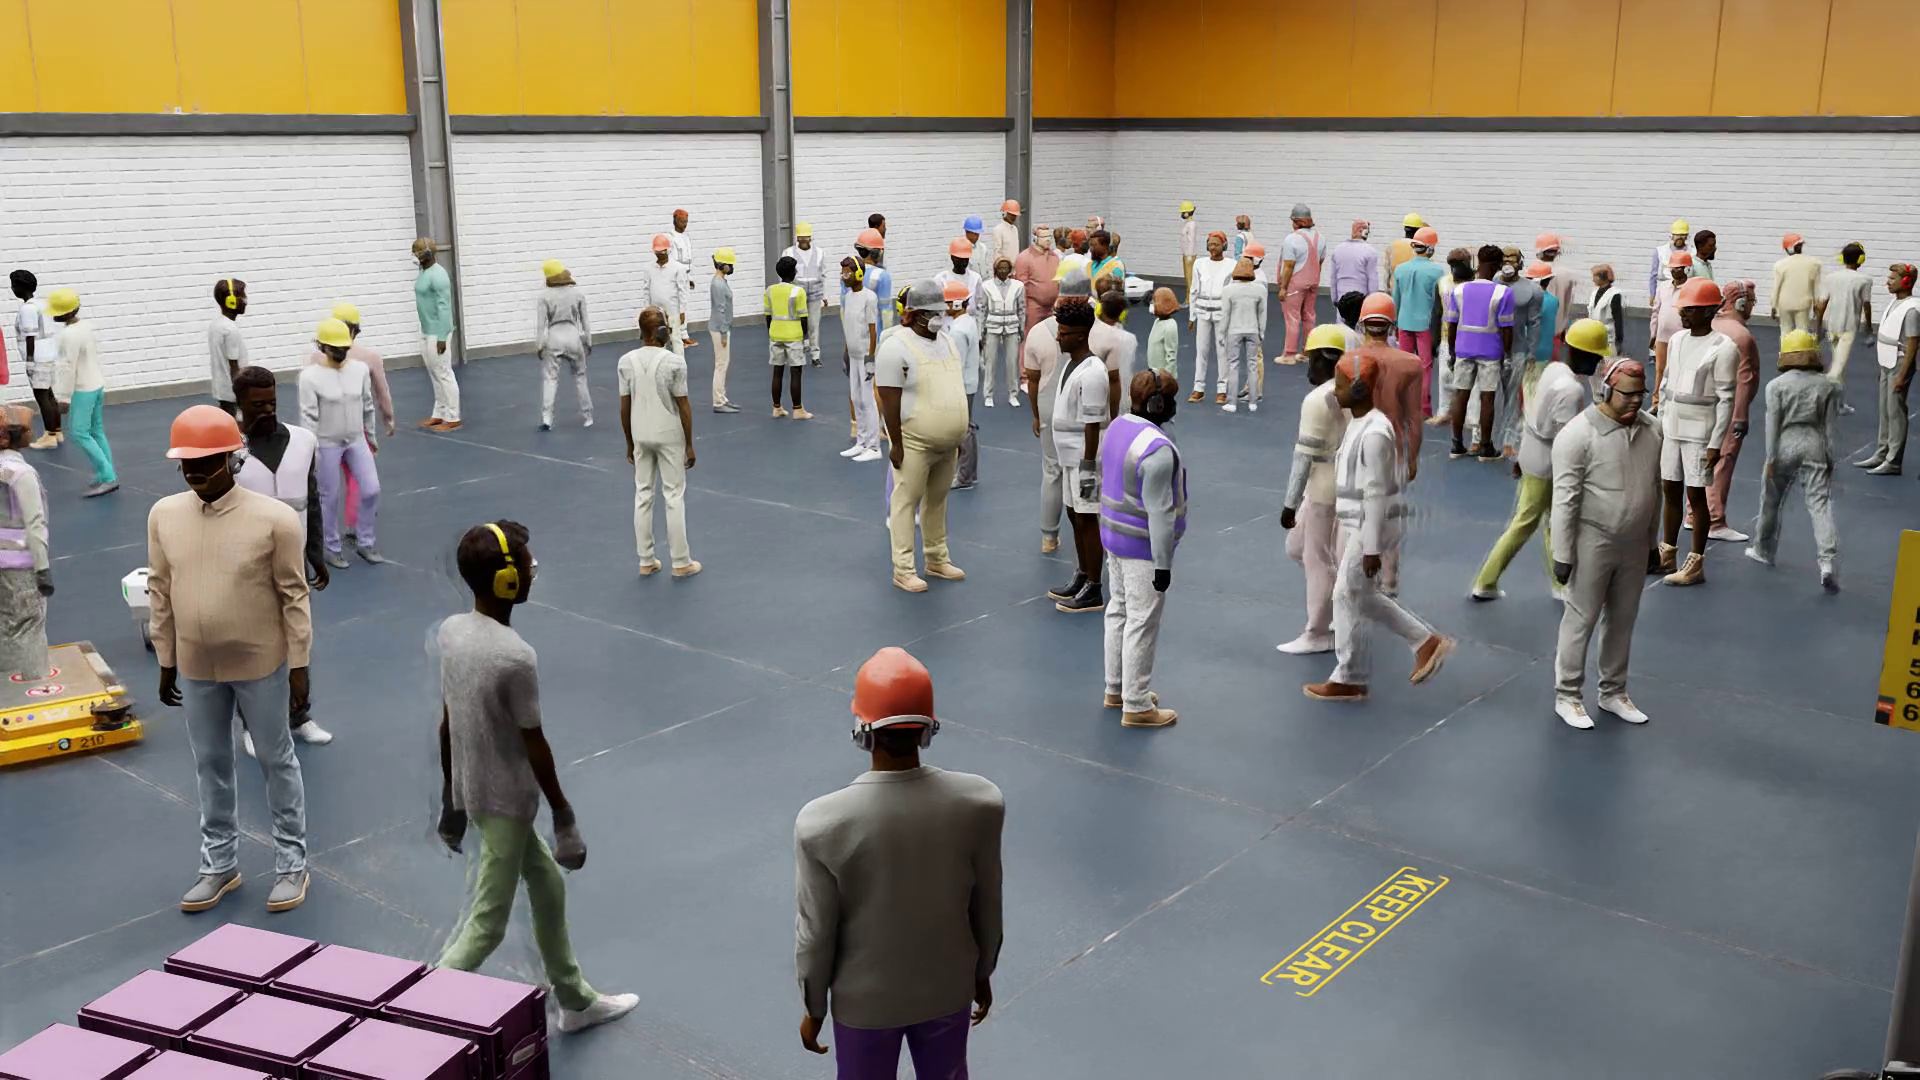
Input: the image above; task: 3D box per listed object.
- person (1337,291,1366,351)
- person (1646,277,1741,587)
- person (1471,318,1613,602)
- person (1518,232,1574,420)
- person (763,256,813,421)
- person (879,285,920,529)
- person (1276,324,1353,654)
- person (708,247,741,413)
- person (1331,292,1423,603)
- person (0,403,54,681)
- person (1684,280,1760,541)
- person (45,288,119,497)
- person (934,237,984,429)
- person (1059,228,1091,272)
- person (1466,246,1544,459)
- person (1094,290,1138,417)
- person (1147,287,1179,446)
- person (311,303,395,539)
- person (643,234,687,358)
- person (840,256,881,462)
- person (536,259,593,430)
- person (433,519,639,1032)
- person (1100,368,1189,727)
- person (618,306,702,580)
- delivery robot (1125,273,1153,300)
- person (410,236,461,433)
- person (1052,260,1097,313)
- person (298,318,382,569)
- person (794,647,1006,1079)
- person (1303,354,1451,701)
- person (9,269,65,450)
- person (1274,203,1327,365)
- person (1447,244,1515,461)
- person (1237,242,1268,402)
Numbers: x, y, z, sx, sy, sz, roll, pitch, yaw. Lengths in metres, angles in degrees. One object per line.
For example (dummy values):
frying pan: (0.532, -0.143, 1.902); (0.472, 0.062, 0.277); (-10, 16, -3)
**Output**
person: (3.167, -1.191, 13.624); (0.318, 1.700, 0.535); (2, 14, 8)
person: (4.812, -0.713, 11.017); (0.374, 2.042, 0.615); (-4, 15, -16)
person: (3.698, -0.480, 10.481); (0.838, 1.863, 0.606); (4, 15, 17)
person: (5.964, -2.137, 16.891); (0.617, 1.960, 0.946); (-3, 14, -12)
person: (-1.772, -2.078, 17.172); (0.541, 1.698, 0.315); (8, 16, 30)
person: (-0.372, -0.975, 12.438); (0.510, 1.862, 0.320); (-7, 16, -25)
person: (2.086, -0.285, 9.601); (0.481, 1.905, 0.562); (4, 15, 17)
person: (-2.496, -2.216, 17.616); (0.342, 1.755, 0.534); (-2, 14, -7)
person: (2.593, -0.561, 10.510); (0.622, 1.992, 0.396); (2, 14, 6)
person: (-4.825, 0.117, 8.518); (0.527, 1.639, 0.317); (10, 17, 35)
person: (5.654, -0.956, 12.269); (0.406, 1.907, 0.639); (0, 14, -2)
person: (-7.224, -1.224, 13.717); (0.345, 1.730, 0.589); (-4, 14, -14)
person: (-0.001, -2.036, 16.525); (0.551, 1.932, 0.377); (-8, 16, -28)
person: (1.333, -2.530, 18.605); (0.356, 1.884, 0.574); (-9, 17, -33)
person: (4.972, -1.715, 15.232); (0.627, 1.941, 0.371); (6, 15, 23)
person: (1.120, -0.912, 12.238); (0.544, 1.829, 0.498); (-10, 17, -34)
person: (1.757, -1.394, 14.566); (0.286, 1.636, 0.497); (-3, 14, -10)
person: (-4.518, -0.886, 12.360); (0.540, 1.726, 0.892); (0, 14, -2)
person: (-3.510, -2.749, 19.760); (0.566, 1.744, 0.351); (5, 15, 18)
person: (-0.920, -1.648, 15.147); (0.341, 1.856, 0.521); (-9, 17, -33)
person: (-3.965, -1.958, 16.677); (0.592, 1.714, 0.544); (-5, 15, -20)
person: (-1.490, 0.843, 5.245); (0.971, 1.834, 0.526); (-11, 18, -38)
person: (0.937, 0.037, 8.459); (0.431, 1.836, 0.618); (-4, 15, -17)
person: (-2.019, -0.643, 11.155); (0.505, 1.839, 0.344); (4, 15, 15)
delivery robot: (2.894, -4.242, 27.948); (0.707, 0.478, 0.477); (-9, 17, -31)
person: (-5.223, -2.041, 16.540); (0.356, 1.936, 0.635); (-9, 17, -32)
person: (1.021, -1.623, 15.107); (0.404, 1.824, 0.606); (-8, 16, -28)
person: (-4.202, -0.647, 11.350); (0.533, 1.744, 0.571); (12, 19, 40)
person: (-0.158, 1.123, 4.269); (0.562, 1.752, 0.324); (-6, 15, -22)
person: (2.230, -0.055, 8.754); (0.689, 1.859, 0.613); (1, 14, 6)
person: (-8.714, -1.707, 15.713); (0.319, 1.690, 0.540); (-5, 15, -18)
person: (4.294, -3.271, 21.245); (0.681, 2.000, 0.538); (-10, 17, -35)
person: (4.738, -1.702, 15.138); (0.612, 1.958, 0.393); (11, 18, 38)
person: (3.215, -2.406, 18.363); (0.323, 1.756, 0.560); (0, 14, 1)
